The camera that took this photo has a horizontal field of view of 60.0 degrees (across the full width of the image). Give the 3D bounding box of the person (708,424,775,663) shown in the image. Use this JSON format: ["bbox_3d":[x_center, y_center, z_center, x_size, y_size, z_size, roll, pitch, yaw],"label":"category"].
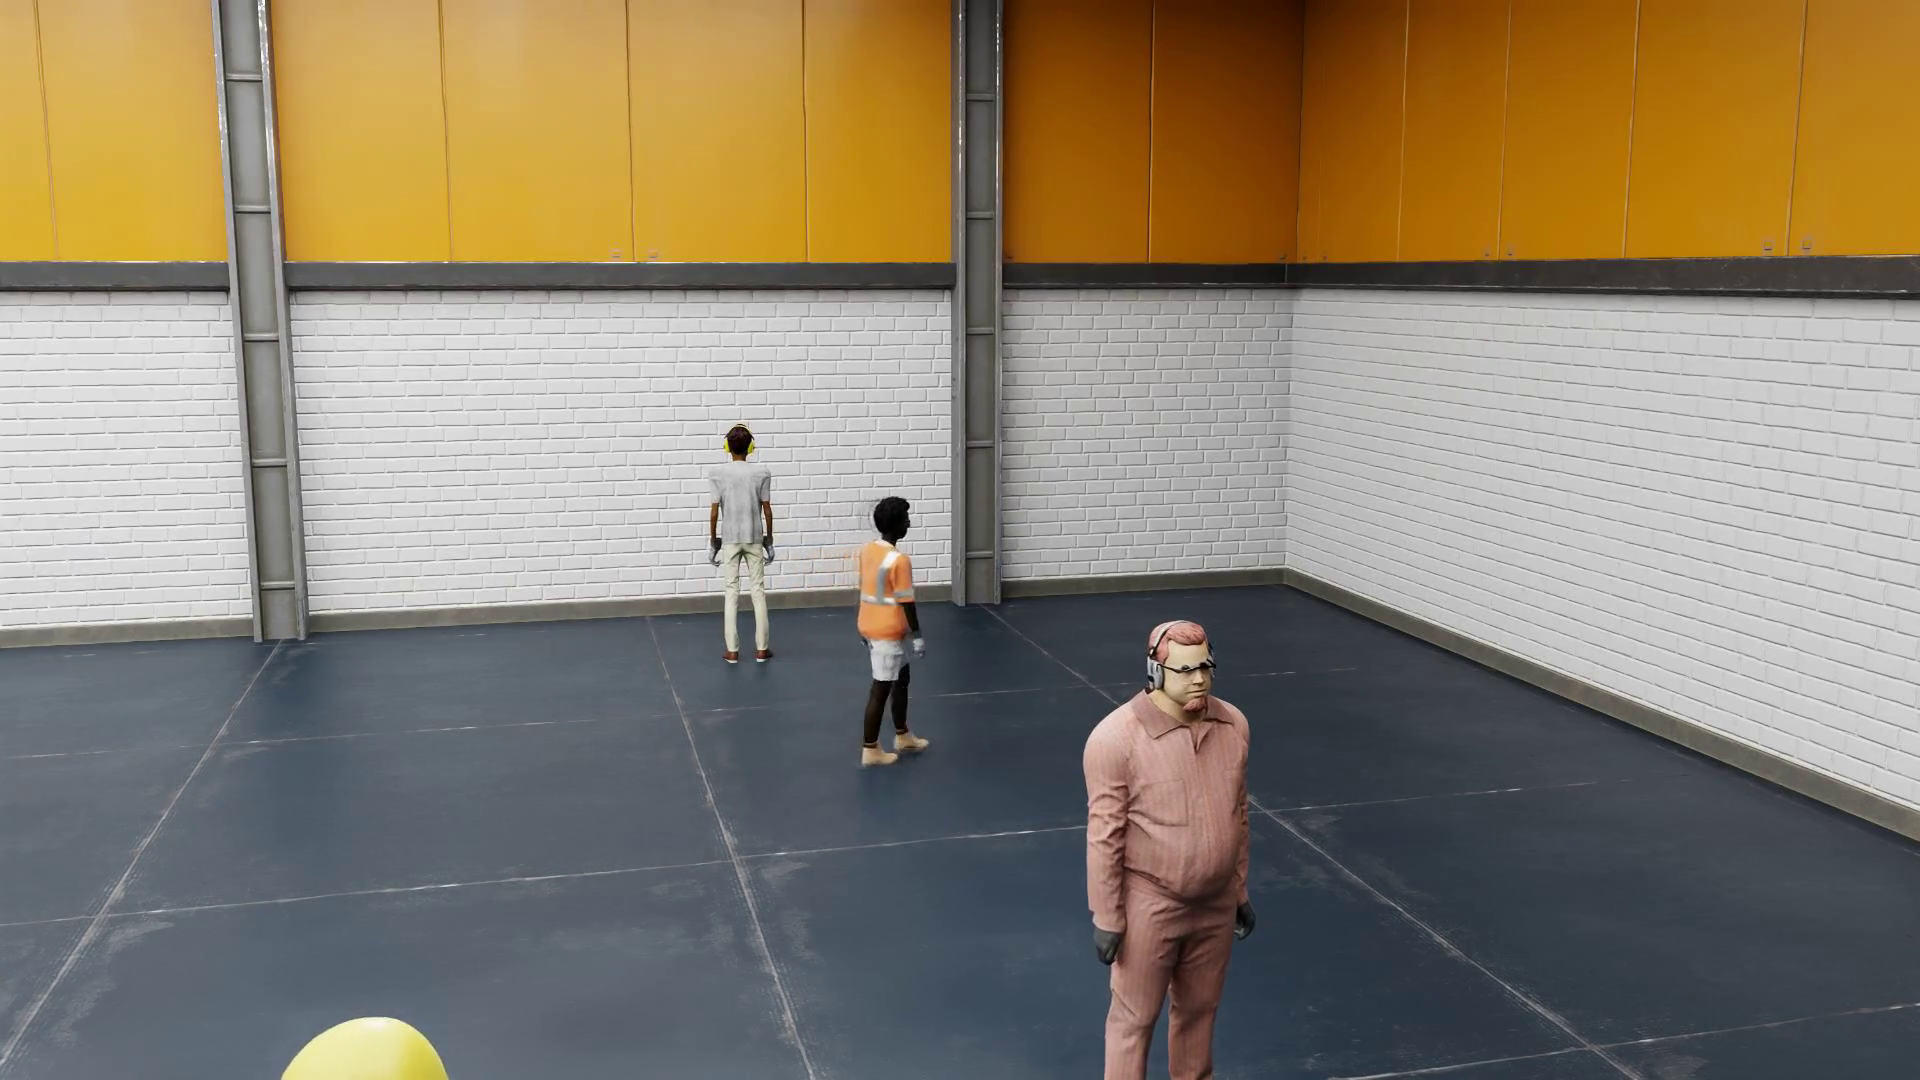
[{"bbox_3d":[-1.703,0.029,12.988,0.518,1.874,0.330,-1,9,-7],"label":"person"}]

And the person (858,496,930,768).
[{"bbox_3d":[-0.352,0.560,10.246,0.654,1.673,0.557,-4,10,-26],"label":"person"}]

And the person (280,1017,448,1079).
[{"bbox_3d":[-0.906,1.666,2.595,0.380,1.928,0.586,-4,10,-24],"label":"person"}]

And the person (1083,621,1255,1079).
[{"bbox_3d":[0.723,1.205,5.540,0.651,1.907,0.409,-5,10,-29],"label":"person"}]
